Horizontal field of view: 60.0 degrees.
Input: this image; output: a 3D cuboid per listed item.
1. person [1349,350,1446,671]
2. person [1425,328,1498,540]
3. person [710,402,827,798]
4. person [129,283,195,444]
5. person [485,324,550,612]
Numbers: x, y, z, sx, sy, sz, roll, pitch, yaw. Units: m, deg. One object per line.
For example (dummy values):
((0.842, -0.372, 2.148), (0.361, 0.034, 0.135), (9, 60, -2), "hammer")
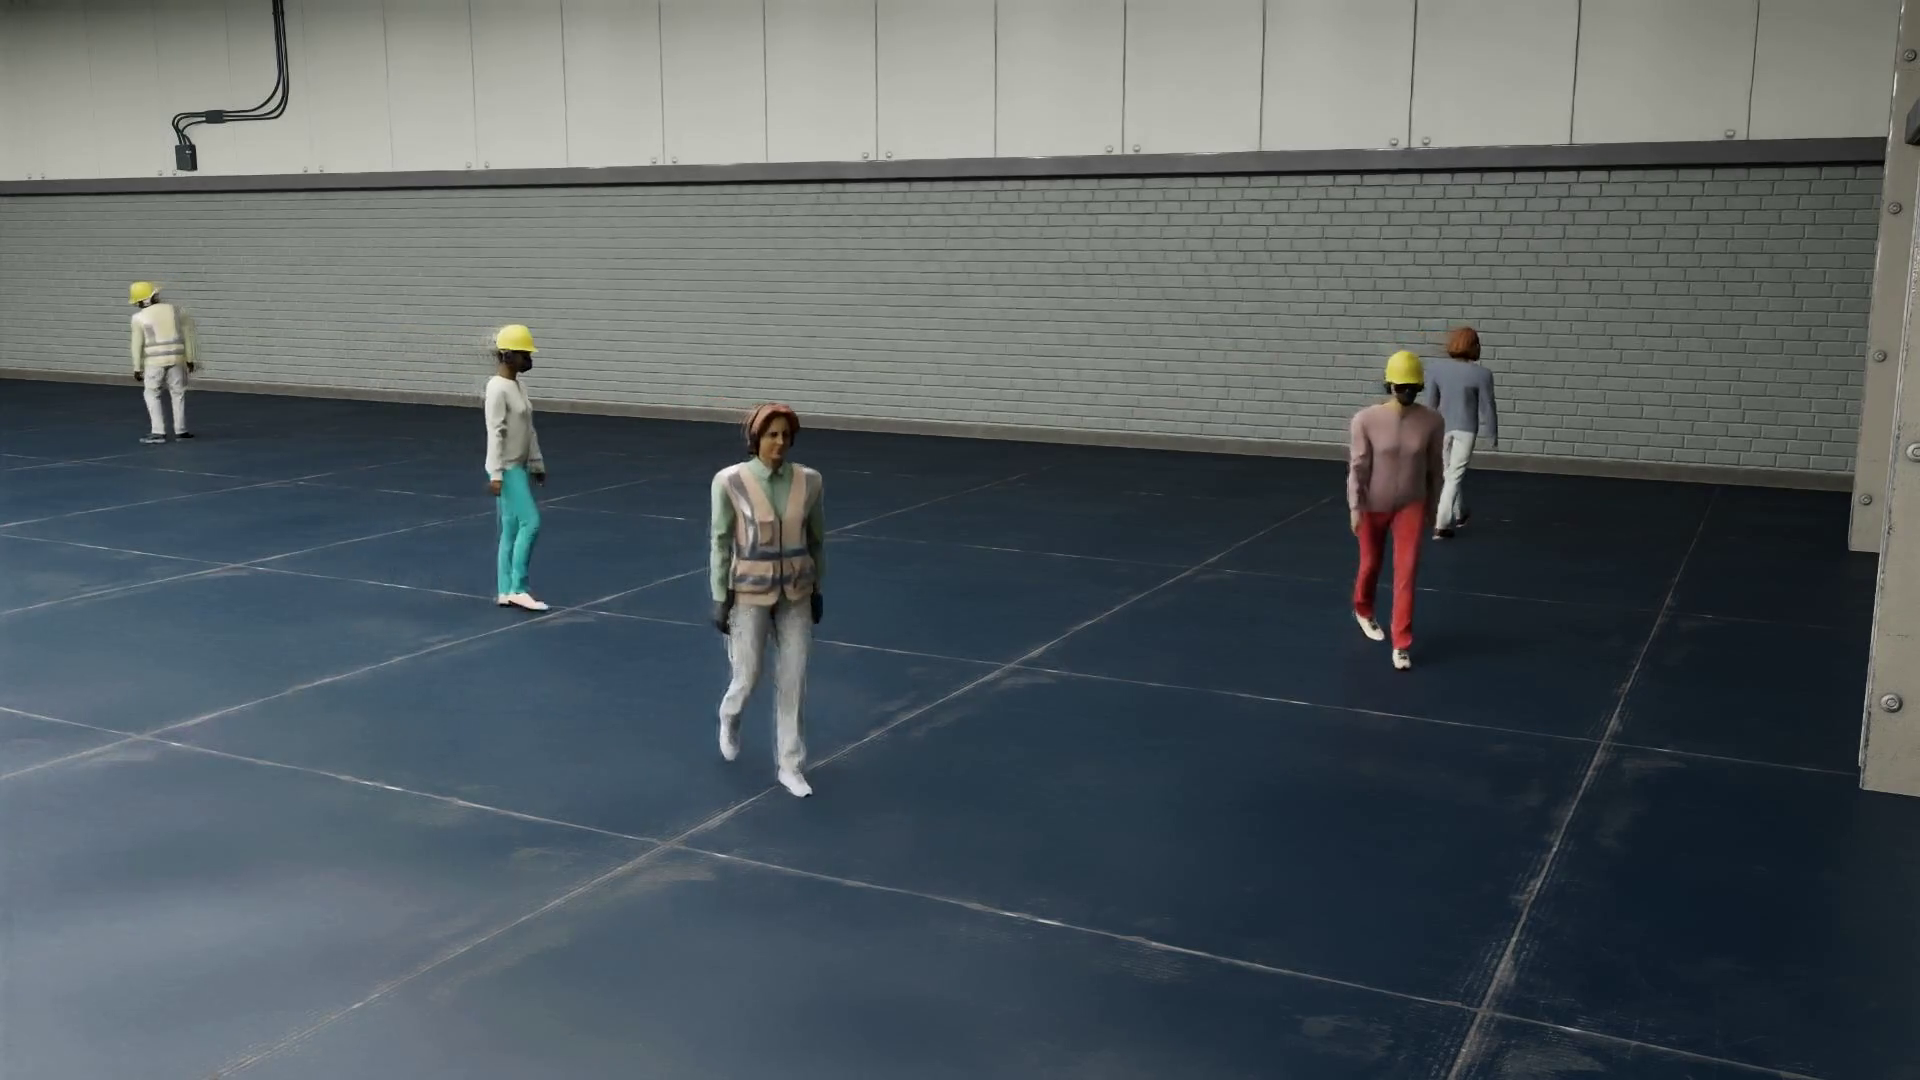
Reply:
((2.363, -0.208, 9.102), (0.525, 1.702, 0.908), (1, 10, 4), "person")
((3.856, -0.821, 12.734), (0.530, 1.586, 0.840), (9, 14, 41), "person")
((-0.800, 0.230, 6.904), (0.527, 1.624, 0.531), (-6, 12, -28), "person")
((-8.846, -1.960, 18.464), (0.406, 1.782, 0.659), (9, 14, 42), "person")
((-2.650, -0.434, 10.164), (0.489, 1.750, 0.555), (0, 10, 1), "person")
